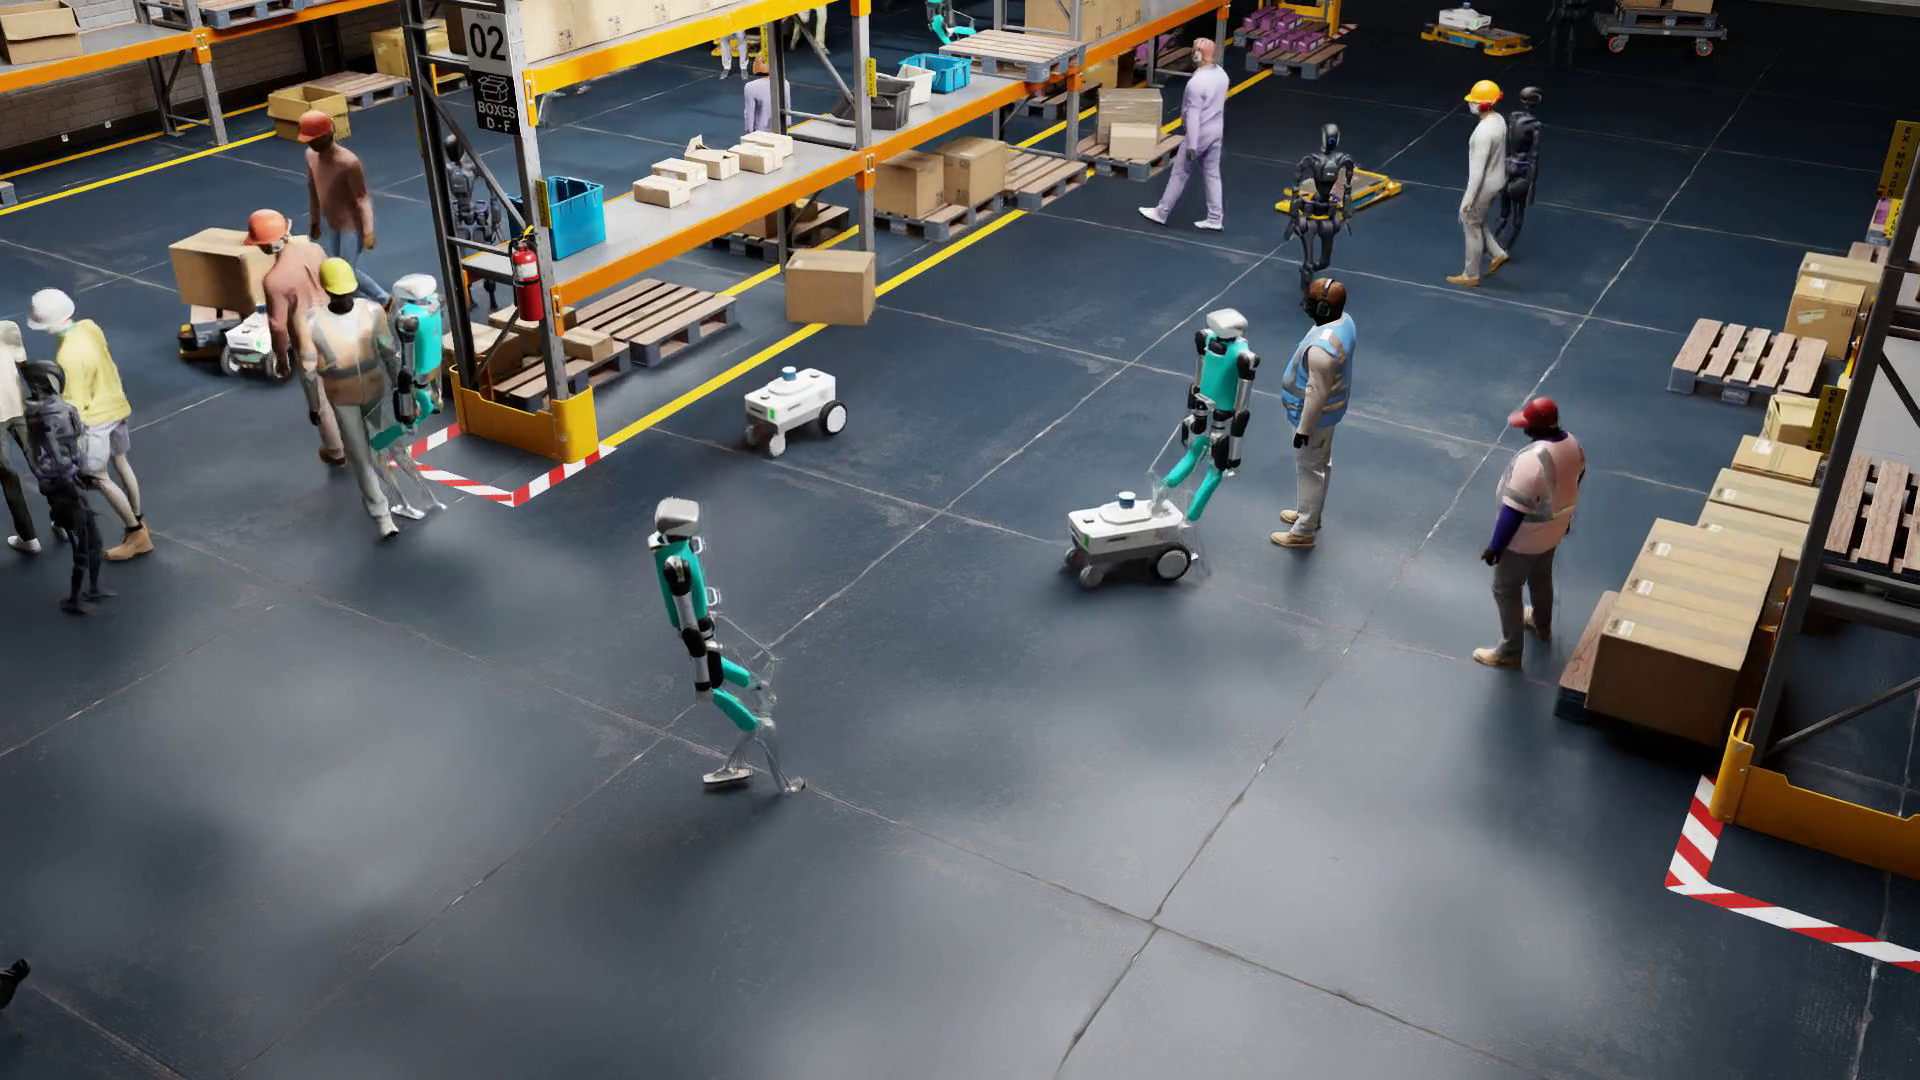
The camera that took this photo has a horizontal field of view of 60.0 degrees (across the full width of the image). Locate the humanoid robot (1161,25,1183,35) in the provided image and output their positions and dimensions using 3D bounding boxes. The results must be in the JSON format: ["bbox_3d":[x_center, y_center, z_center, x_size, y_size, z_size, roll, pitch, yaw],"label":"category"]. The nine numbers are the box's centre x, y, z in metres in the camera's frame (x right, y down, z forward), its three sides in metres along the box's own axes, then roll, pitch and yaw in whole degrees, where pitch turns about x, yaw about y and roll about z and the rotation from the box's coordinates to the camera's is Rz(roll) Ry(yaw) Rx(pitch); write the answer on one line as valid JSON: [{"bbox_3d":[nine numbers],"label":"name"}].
[{"bbox_3d":[2.995,-7.978,23.628,0.546,1.845,0.885,18,34,29],"label":"humanoid robot"}]

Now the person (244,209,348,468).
[{"bbox_3d":[-4.589,-1.406,11.727,0.438,1.969,0.649,9,31,15],"label":"person"}]

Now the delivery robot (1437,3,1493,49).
[{"bbox_3d":[7.148,-7.287,23.548,0.499,0.601,0.796,-21,36,-33],"label":"delivery robot"}]

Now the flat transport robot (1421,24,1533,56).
[{"bbox_3d":[7.286,-7.073,23.454,0.659,0.231,1.431,-19,35,-30],"label":"flat transport robot"}]

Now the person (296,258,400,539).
[{"bbox_3d":[-3.933,-0.936,10.952,0.596,1.881,0.939,-23,37,-35],"label":"person"}]

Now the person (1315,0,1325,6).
[{"bbox_3d":[5.731,-9.163,25.554,0.429,1.841,0.633,13,32,22],"label":"person"}]

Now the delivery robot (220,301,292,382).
[{"bbox_3d":[-5.639,-1.628,13.551,0.499,0.614,0.797,8,30,13],"label":"delivery robot"}]

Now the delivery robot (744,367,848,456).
[{"bbox_3d":[-1.253,-1.010,12.428,0.499,0.585,0.777,23,37,35],"label":"delivery robot"}]

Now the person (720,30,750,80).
[{"bbox_3d":[-2.961,-6.945,21.543,0.488,1.934,0.450,2,30,3],"label":"person"}]

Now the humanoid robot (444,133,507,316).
[{"bbox_3d":[-4.215,-2.714,14.330,0.594,1.638,0.403,-2,30,-4],"label":"humanoid robot"}]

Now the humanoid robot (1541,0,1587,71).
[{"bbox_3d":[8.064,-7.077,22.031,0.594,1.647,0.399,-12,32,-20],"label":"humanoid robot"}]

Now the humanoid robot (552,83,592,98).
[{"bbox_3d":[-5.012,-6.270,20.537,0.910,1.759,0.539,-20,35,-31],"label":"humanoid robot"}]

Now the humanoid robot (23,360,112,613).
[{"bbox_3d":[-5.436,-0.318,10.098,0.390,1.658,0.601,-13,32,-22],"label":"humanoid robot"}]

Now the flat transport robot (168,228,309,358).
[{"bbox_3d":[-5.876,-1.832,14.182,1.431,0.231,0.659,-11,31,-18],"label":"flat transport robot"}]

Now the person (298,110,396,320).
[{"bbox_3d":[-5.159,-2.628,13.867,0.682,1.964,0.501,20,35,31],"label":"person"}]

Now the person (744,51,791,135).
[{"bbox_3d":[-1.940,-4.128,16.862,0.498,1.627,0.288,-16,33,-26],"label":"person"}]

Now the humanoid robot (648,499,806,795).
[{"bbox_3d":[-1.119,0.619,8.455,0.785,1.895,0.550,-6,30,-11],"label":"humanoid robot"}]

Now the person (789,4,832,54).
[{"bbox_3d":[-2.075,-7.570,22.860,0.593,1.721,0.620,-18,34,-29],"label":"person"}]

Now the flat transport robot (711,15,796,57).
[{"bbox_3d":[-2.990,-7.037,23.390,0.659,0.231,1.431,4,30,7],"label":"flat transport robot"}]

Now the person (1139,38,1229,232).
[{"bbox_3d":[2.261,-3.991,16.378,0.918,1.865,0.670,21,36,33],"label":"person"}]

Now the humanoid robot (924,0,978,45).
[{"bbox_3d":[-0.082,-6.699,21.337,1.058,1.725,0.537,-20,35,-32],"label":"humanoid robot"}]

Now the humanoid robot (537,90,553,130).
[{"bbox_3d":[-4.951,-5.643,19.531,0.727,1.890,0.544,-25,38,-37],"label":"humanoid robot"}]

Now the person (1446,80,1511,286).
[{"bbox_3d":[4.703,-3.182,14.949,0.555,1.872,0.588,13,32,22],"label":"person"}]

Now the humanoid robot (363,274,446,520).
[{"bbox_3d":[-3.747,-0.916,11.104,0.749,1.804,0.531,4,30,8],"label":"humanoid robot"}]

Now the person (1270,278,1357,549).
[{"bbox_3d":[2.290,-0.821,10.798,0.429,1.844,0.622,12,32,20],"label":"person"}]

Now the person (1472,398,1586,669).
[{"bbox_3d":[3.300,-0.055,9.569,0.768,1.720,0.418,-22,36,-34],"label":"person"}]

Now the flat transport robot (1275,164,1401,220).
[{"bbox_3d":[3.959,-3.618,17.342,0.659,0.231,1.431,24,37,36],"label":"flat transport robot"}]

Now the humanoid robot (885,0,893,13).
[{"bbox_3d":[-1.108,-8.919,25.307,0.601,1.632,0.672,-6,30,-10],"label":"humanoid robot"}]

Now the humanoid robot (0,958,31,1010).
[{"bbox_3d":[-4.376,1.368,7.087,0.396,1.640,0.583,-14,32,-24],"label":"humanoid robot"}]

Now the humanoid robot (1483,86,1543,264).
[{"bbox_3d":[5.228,-3.424,15.568,0.342,1.645,0.594,-7,30,-12],"label":"humanoid robot"}]

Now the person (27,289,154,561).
[{"bbox_3d":[-5.533,-0.766,10.703,0.371,1.848,0.617,2,30,4],"label":"person"}]

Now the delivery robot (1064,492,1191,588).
[{"bbox_3d":[1.091,-0.022,10.709,0.798,0.614,0.499,-9,31,-15],"label":"delivery robot"}]

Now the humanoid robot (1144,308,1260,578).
[{"bbox_3d":[1.435,-0.521,10.422,0.692,1.844,0.540,-16,33,-26],"label":"humanoid robot"}]

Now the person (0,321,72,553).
[{"bbox_3d":[-6.180,-0.799,10.735,0.312,1.862,0.527,21,36,32],"label":"person"}]

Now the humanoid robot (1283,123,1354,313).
[{"bbox_3d":[3.118,-2.873,14.596,0.609,1.636,0.599,-6,30,-10],"label":"humanoid robot"}]
